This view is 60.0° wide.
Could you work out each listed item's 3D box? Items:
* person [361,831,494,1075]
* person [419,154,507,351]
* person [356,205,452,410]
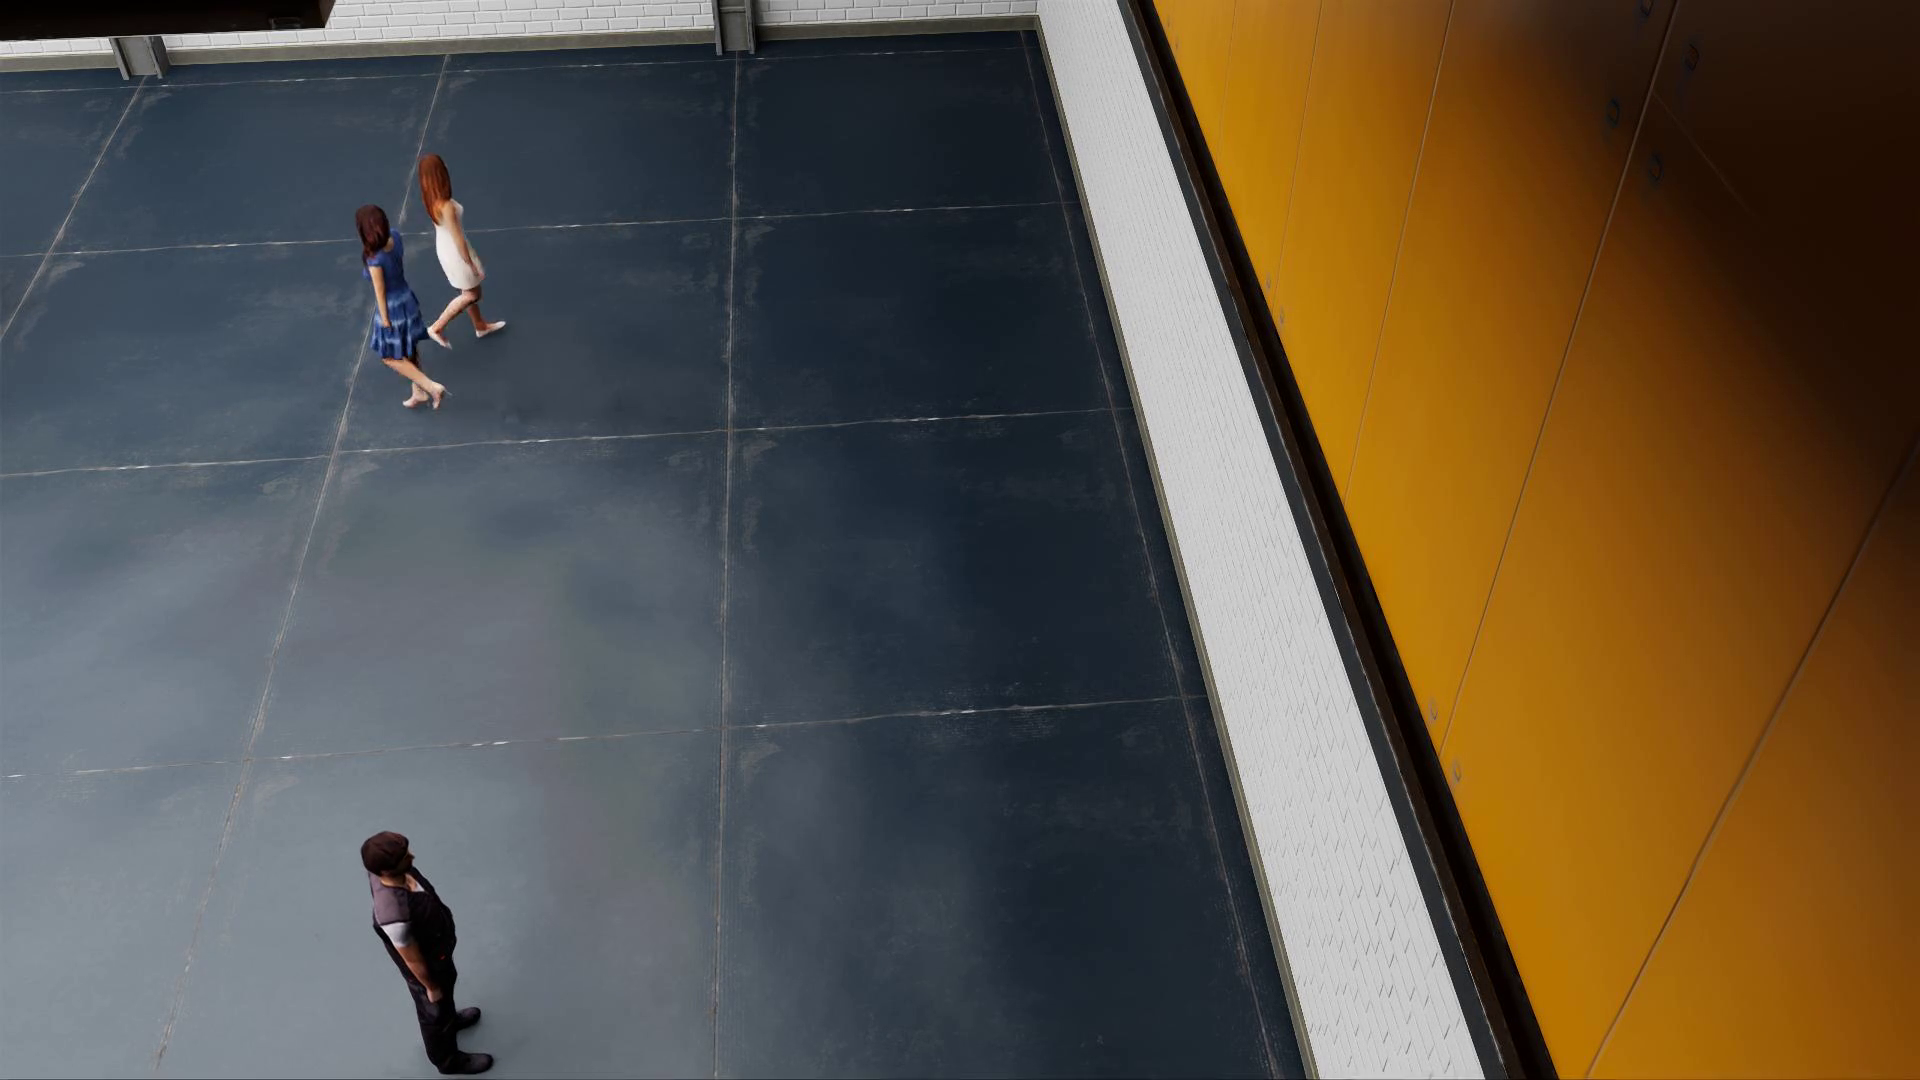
[{"bbox_3d":[-2.751,2.086,8.454,0.682,1.848,0.728,-15,46,-15],"label":"person"},{"bbox_3d":[-4.041,-2.225,13.087,0.995,1.699,0.836,-26,49,-25],"label":"person"},{"bbox_3d":[-4.136,-1.689,12.462,0.829,1.786,0.746,3,44,3],"label":"person"}]
